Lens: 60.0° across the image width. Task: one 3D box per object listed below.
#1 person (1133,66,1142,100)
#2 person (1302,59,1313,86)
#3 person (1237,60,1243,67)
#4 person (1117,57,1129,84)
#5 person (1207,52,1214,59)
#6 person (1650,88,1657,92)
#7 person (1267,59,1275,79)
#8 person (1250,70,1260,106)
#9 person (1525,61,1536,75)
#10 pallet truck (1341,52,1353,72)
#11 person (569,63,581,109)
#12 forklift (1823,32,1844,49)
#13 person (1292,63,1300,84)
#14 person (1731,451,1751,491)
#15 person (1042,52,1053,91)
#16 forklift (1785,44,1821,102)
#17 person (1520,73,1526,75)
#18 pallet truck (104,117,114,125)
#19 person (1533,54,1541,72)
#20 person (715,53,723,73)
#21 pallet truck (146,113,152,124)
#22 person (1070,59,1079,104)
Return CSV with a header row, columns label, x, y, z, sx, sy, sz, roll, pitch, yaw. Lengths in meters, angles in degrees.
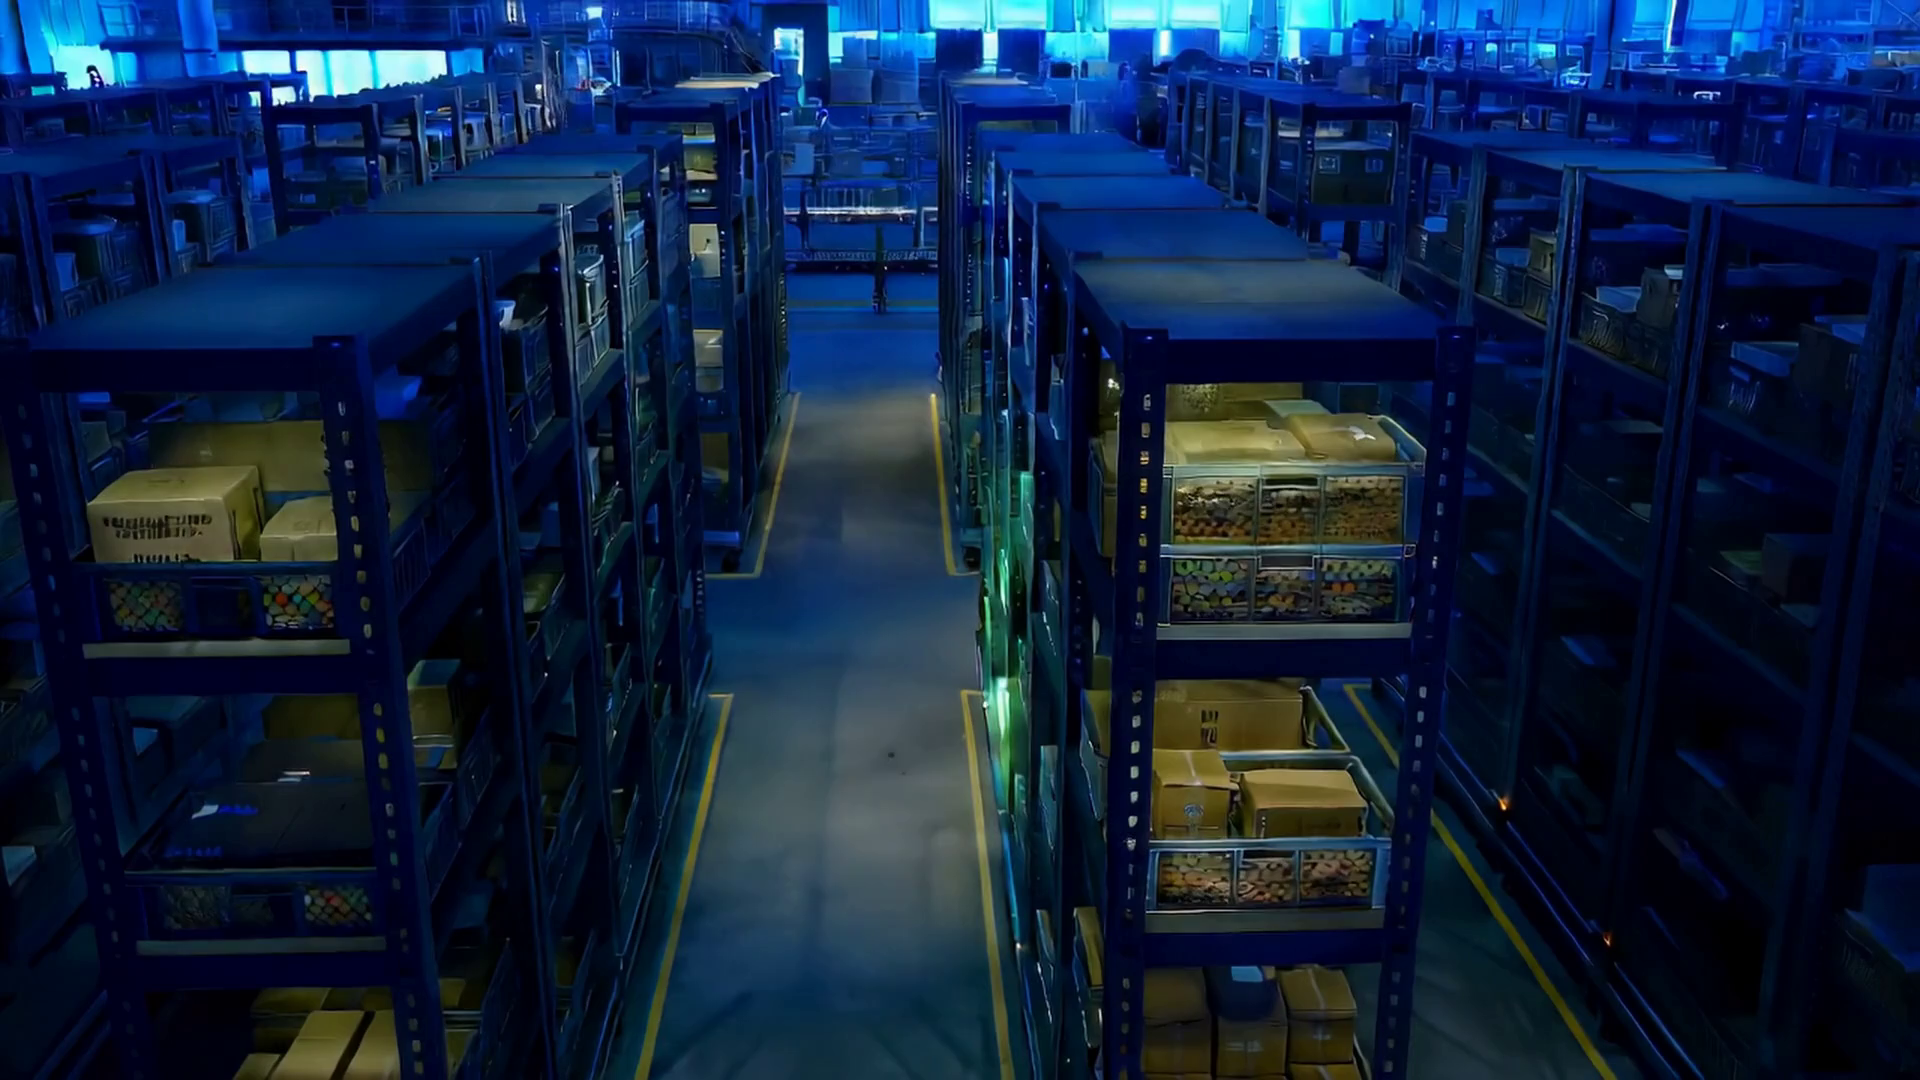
label,x,y,z,sx,sy,sz,roll,pitch,yaw
person,6.959,-17.582,65.218,0.446,1.923,0.556,-2,18,-5
person,15.713,-20.791,75.231,0.515,1.864,0.333,8,20,25
person,13.100,-21.566,77.830,0.503,1.729,0.482,1,18,4
person,7.426,-20.916,75.496,0.630,1.940,0.372,-11,21,-31
person,13.179,-24.770,87.579,0.429,1.841,0.634,-8,19,-23
person,21.561,-13.201,51.918,0.524,1.758,0.349,16,24,40
person,15.043,-22.400,80.493,0.321,1.691,0.533,13,22,35
person,10.560,-15.772,59.484,0.381,1.997,0.611,-11,21,-31
person,25.343,-20.392,74.023,0.506,1.847,0.344,5,19,14
pallet truck,18.794,-23.123,82.231,0.823,1.965,1.885,-13,22,-35
person,-16.216,-19.087,69.951,0.598,1.865,0.461,-1,18,-3
forklift,45.186,-24.889,86.282,1.873,2.768,1.129,-6,19,-19
person,13.821,-18.834,69.108,0.621,1.898,0.632,6,19,18
person,6.805,-1.188,14.675,0.596,1.791,0.850,-2,18,-7
person,4.376,-23.726,84.244,0.605,1.910,0.870,14,23,37
forklift,31.278,-16.985,61.824,1.129,2.768,1.873,-1,18,-2
person,20.793,-16.364,61.604,0.965,1.820,0.542,-6,19,-17
pallet truck,-18.367,-7.885,35.078,1.885,1.965,0.823,1,18,2
person,28.302,-22.829,81.500,0.953,1.892,0.598,-3,18,-8
person,-12.658,-24.699,87.387,0.512,1.832,0.637,-13,22,-35
pallet truck,-18.087,-8.309,36.390,1.885,1.965,0.823,-1,18,-4
person,5.049,-20.208,73.325,0.380,1.927,0.542,0,18,-1
